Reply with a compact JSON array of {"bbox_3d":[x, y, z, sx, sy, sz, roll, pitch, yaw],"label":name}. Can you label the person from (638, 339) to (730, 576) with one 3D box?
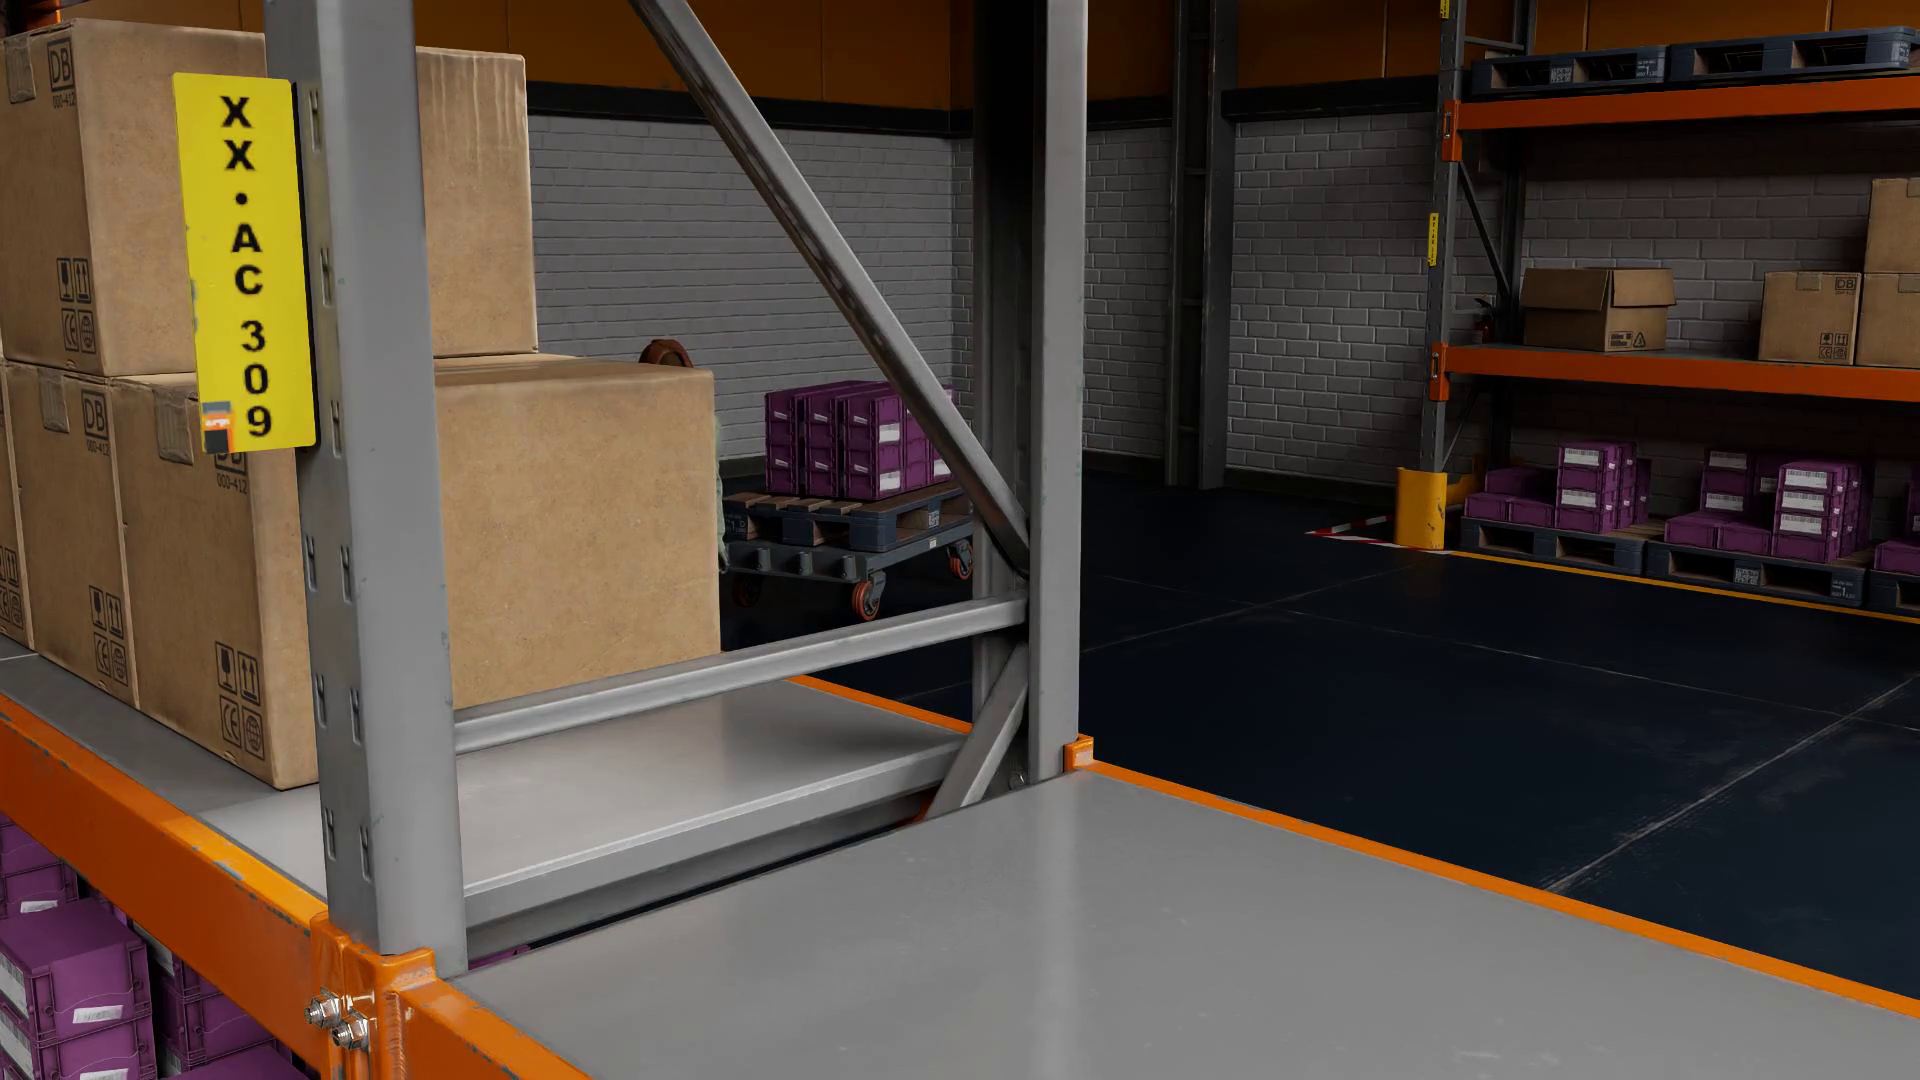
[{"bbox_3d":[-1.128,0.040,6.436,0.507,1.631,0.266,-8,13,-36],"label":"person"}]
